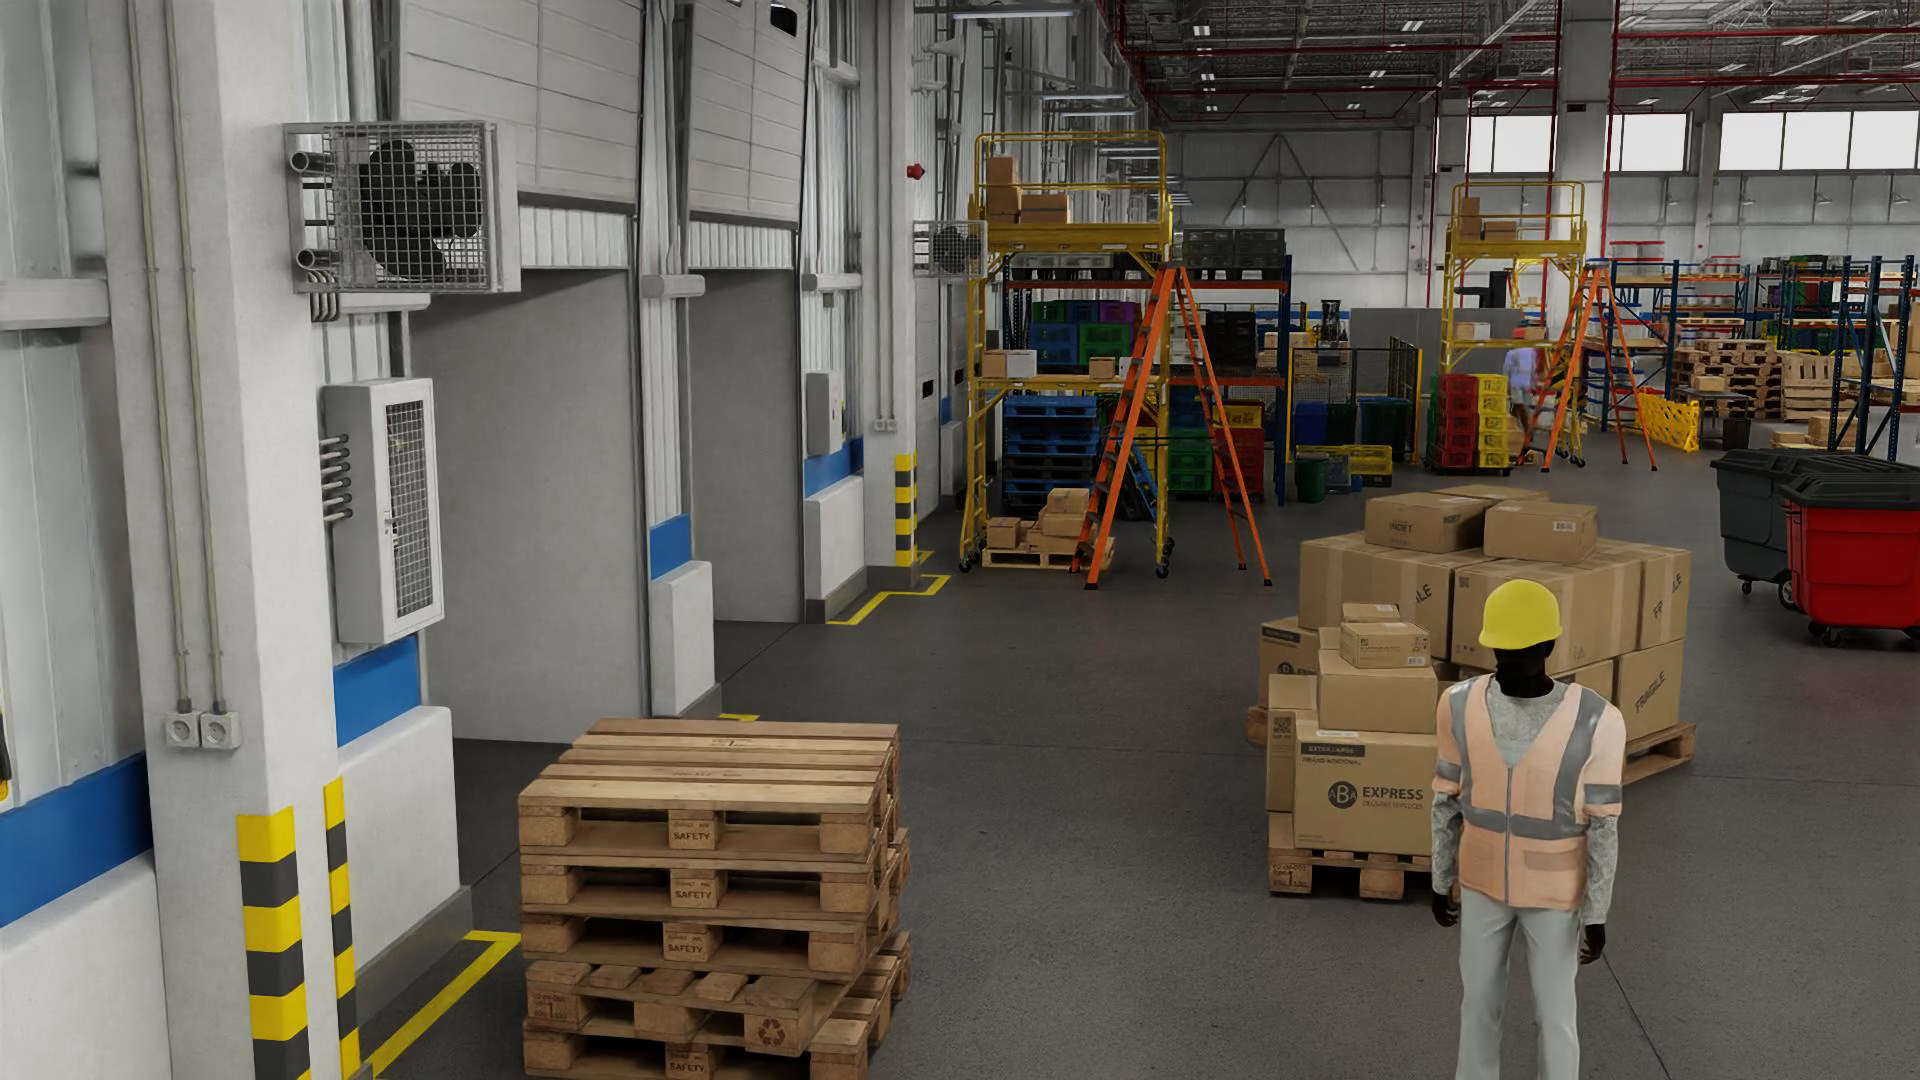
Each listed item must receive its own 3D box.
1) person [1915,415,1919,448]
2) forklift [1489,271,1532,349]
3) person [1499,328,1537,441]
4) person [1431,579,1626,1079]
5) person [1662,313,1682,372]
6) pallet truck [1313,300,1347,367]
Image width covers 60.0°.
[{"bbox_3d":[15.575,-2.332,26.676,0.321,1.736,0.485,6,11,31],"label":"person"},{"bbox_3d":[13.422,-5.322,41.591,1.873,2.768,1.129,1,9,9],"label":"forklift"},{"bbox_3d":[9.359,-2.618,27.982,0.569,1.879,1.010,-3,10,-20],"label":"person"},{"bbox_3d":[1.731,1.064,5.170,0.584,1.920,0.395,7,11,36],"label":"person"},{"bbox_3d":[19.974,-5.539,46.704,0.534,1.657,0.860,7,11,35],"label":"person"},{"bbox_3d":[11.159,-6.200,49.718,0.823,1.965,1.885,4,10,26],"label":"pallet truck"}]
